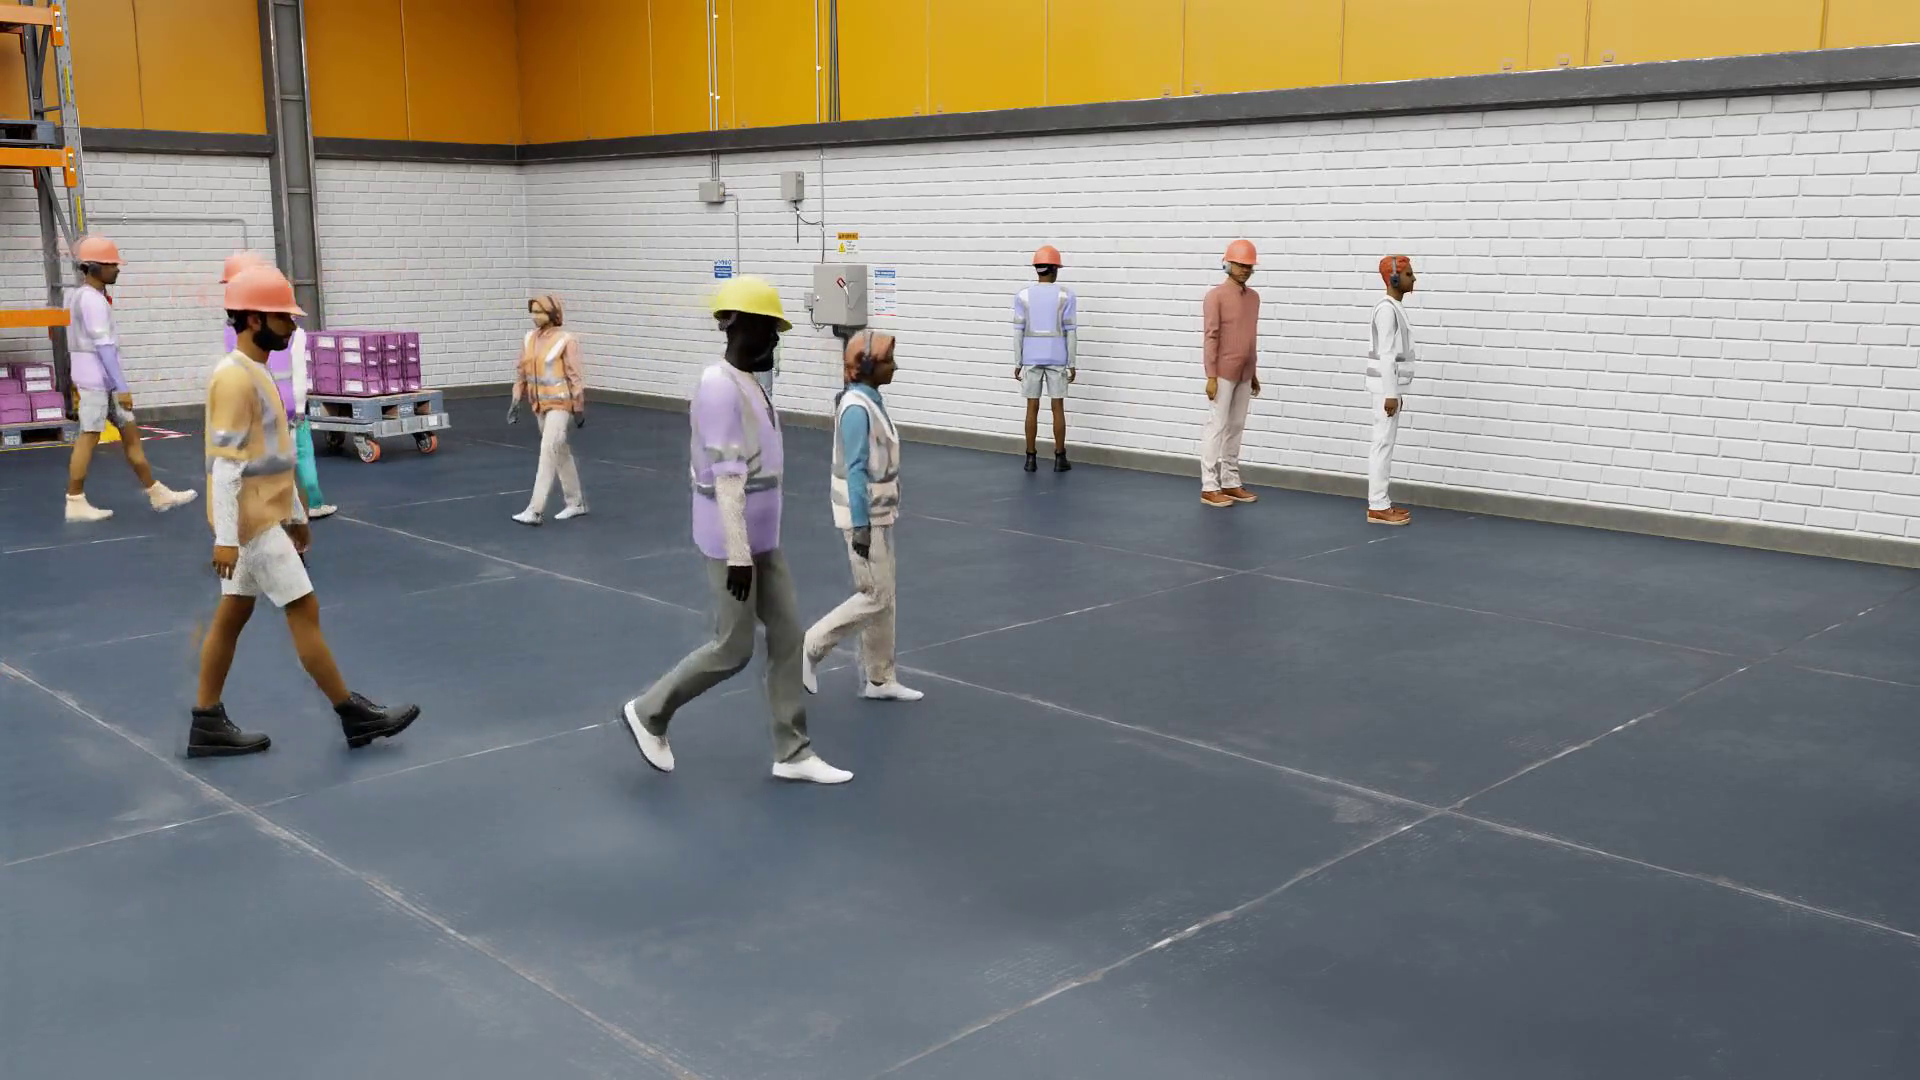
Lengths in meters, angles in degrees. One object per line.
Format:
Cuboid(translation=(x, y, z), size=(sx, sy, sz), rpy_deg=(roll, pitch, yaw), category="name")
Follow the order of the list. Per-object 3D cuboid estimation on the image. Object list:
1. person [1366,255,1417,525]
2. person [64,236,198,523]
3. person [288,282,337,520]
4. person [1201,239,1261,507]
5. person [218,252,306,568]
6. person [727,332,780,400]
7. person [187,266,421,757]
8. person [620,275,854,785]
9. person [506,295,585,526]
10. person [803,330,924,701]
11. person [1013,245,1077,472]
Cuboid(translation=(3.047, -1.058, 11.742), size=(0.355, 1.885, 0.575), rpy_deg=(3, 11, 16), category="person")
Cuboid(translation=(-5.948, -1.130, 11.793), size=(0.967, 2.000, 0.642), rpy_deg=(-5, 12, -27), category="person")
Cuboid(translation=(-4.737, -0.956, 11.616), size=(0.533, 1.724, 0.823), rpy_deg=(2, 11, 9), category="person")
Cuboid(translation=(2.061, -1.255, 12.521), size=(0.612, 1.991, 0.392), rpy_deg=(-10, 14, -43), category="person")
Cuboid(translation=(-4.254, -0.767, 10.059), size=(0.584, 1.916, 0.547), rpy_deg=(4, 11, 23), category="person")
Cuboid(translation=(-1.936, -1.646, 15.629), size=(0.500, 1.633, 0.285), rpy_deg=(-1, 10, -3), category="person")
Cuboid(translation=(-2.609, -0.097, 6.466), size=(0.948, 1.891, 0.569), rpy_deg=(-3, 11, -18), category="person")
Cuboid(translation=(-0.825, -0.021, 6.099), size=(0.823, 1.880, 0.607), rpy_deg=(2, 11, 10), category="person")
Cuboid(translation=(-2.942, -0.898, 11.642), size=(0.521, 1.604, 0.819), rpy_deg=(8, 13, 38), category="person")
Cuboid(translation=(-0.440, -0.084, 7.117), size=(0.497, 1.623, 0.532), rpy_deg=(1, 10, 8), category="person")
Cuboid(translation=(0.731, -1.545, 14.264), size=(0.548, 1.932, 0.377), rpy_deg=(2, 11, 10), category="person")
